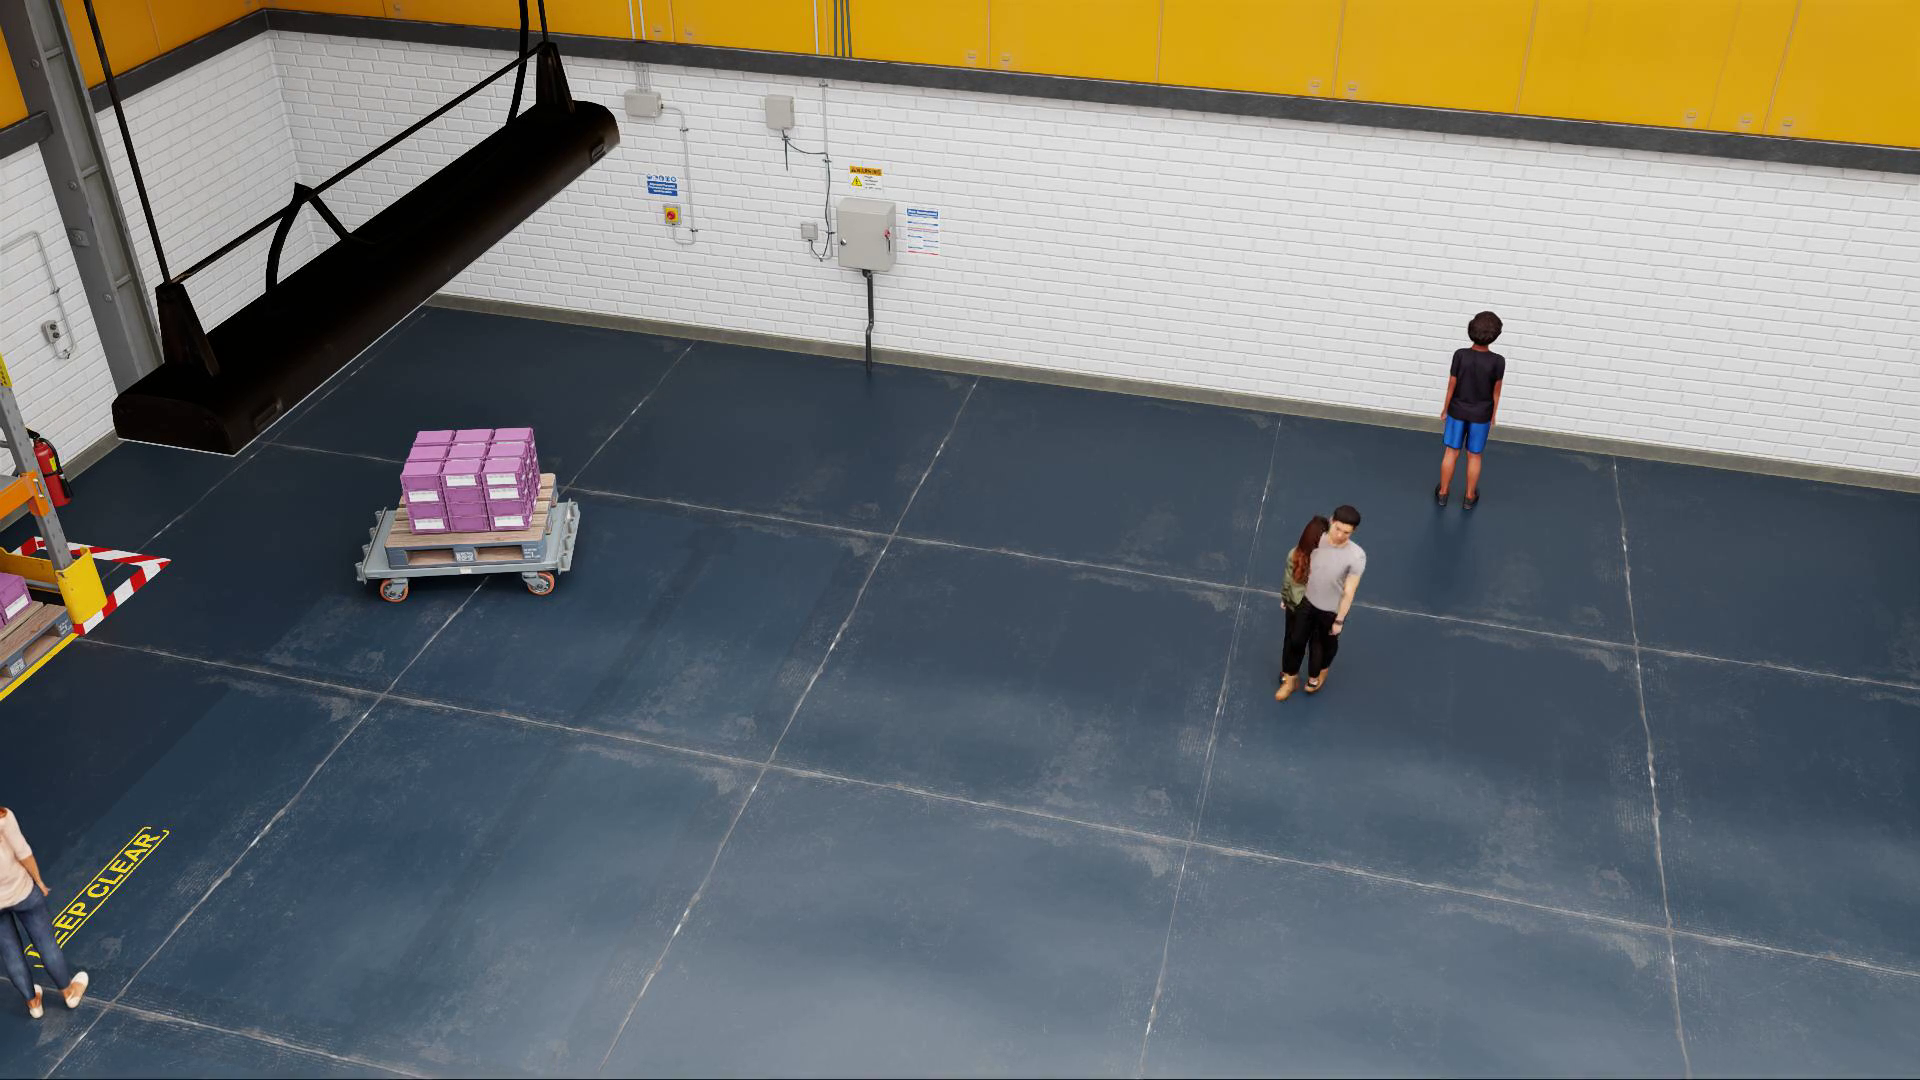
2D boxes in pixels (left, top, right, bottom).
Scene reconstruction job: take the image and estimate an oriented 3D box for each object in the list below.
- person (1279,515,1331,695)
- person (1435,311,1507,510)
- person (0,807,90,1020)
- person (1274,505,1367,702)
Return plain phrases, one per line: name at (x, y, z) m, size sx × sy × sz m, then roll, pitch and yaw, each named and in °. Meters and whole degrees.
person at (2.505, 0.464, 11.925) m, size 0.573 × 1.475 × 0.492 m, roll 9°, pitch 35°, yaw 13°
person at (4.282, -1.083, 13.959) m, size 0.619 × 1.800 × 0.595 m, roll 12°, pitch 35°, yaw 17°
person at (-5.370, 1.990, 9.344) m, size 0.671 × 1.790 × 0.695 m, roll -11°, pitch 35°, yaw -16°
person at (2.601, 0.407, 11.823) m, size 0.922 × 1.682 × 0.829 m, roll -25°, pitch 41°, yaw -32°
